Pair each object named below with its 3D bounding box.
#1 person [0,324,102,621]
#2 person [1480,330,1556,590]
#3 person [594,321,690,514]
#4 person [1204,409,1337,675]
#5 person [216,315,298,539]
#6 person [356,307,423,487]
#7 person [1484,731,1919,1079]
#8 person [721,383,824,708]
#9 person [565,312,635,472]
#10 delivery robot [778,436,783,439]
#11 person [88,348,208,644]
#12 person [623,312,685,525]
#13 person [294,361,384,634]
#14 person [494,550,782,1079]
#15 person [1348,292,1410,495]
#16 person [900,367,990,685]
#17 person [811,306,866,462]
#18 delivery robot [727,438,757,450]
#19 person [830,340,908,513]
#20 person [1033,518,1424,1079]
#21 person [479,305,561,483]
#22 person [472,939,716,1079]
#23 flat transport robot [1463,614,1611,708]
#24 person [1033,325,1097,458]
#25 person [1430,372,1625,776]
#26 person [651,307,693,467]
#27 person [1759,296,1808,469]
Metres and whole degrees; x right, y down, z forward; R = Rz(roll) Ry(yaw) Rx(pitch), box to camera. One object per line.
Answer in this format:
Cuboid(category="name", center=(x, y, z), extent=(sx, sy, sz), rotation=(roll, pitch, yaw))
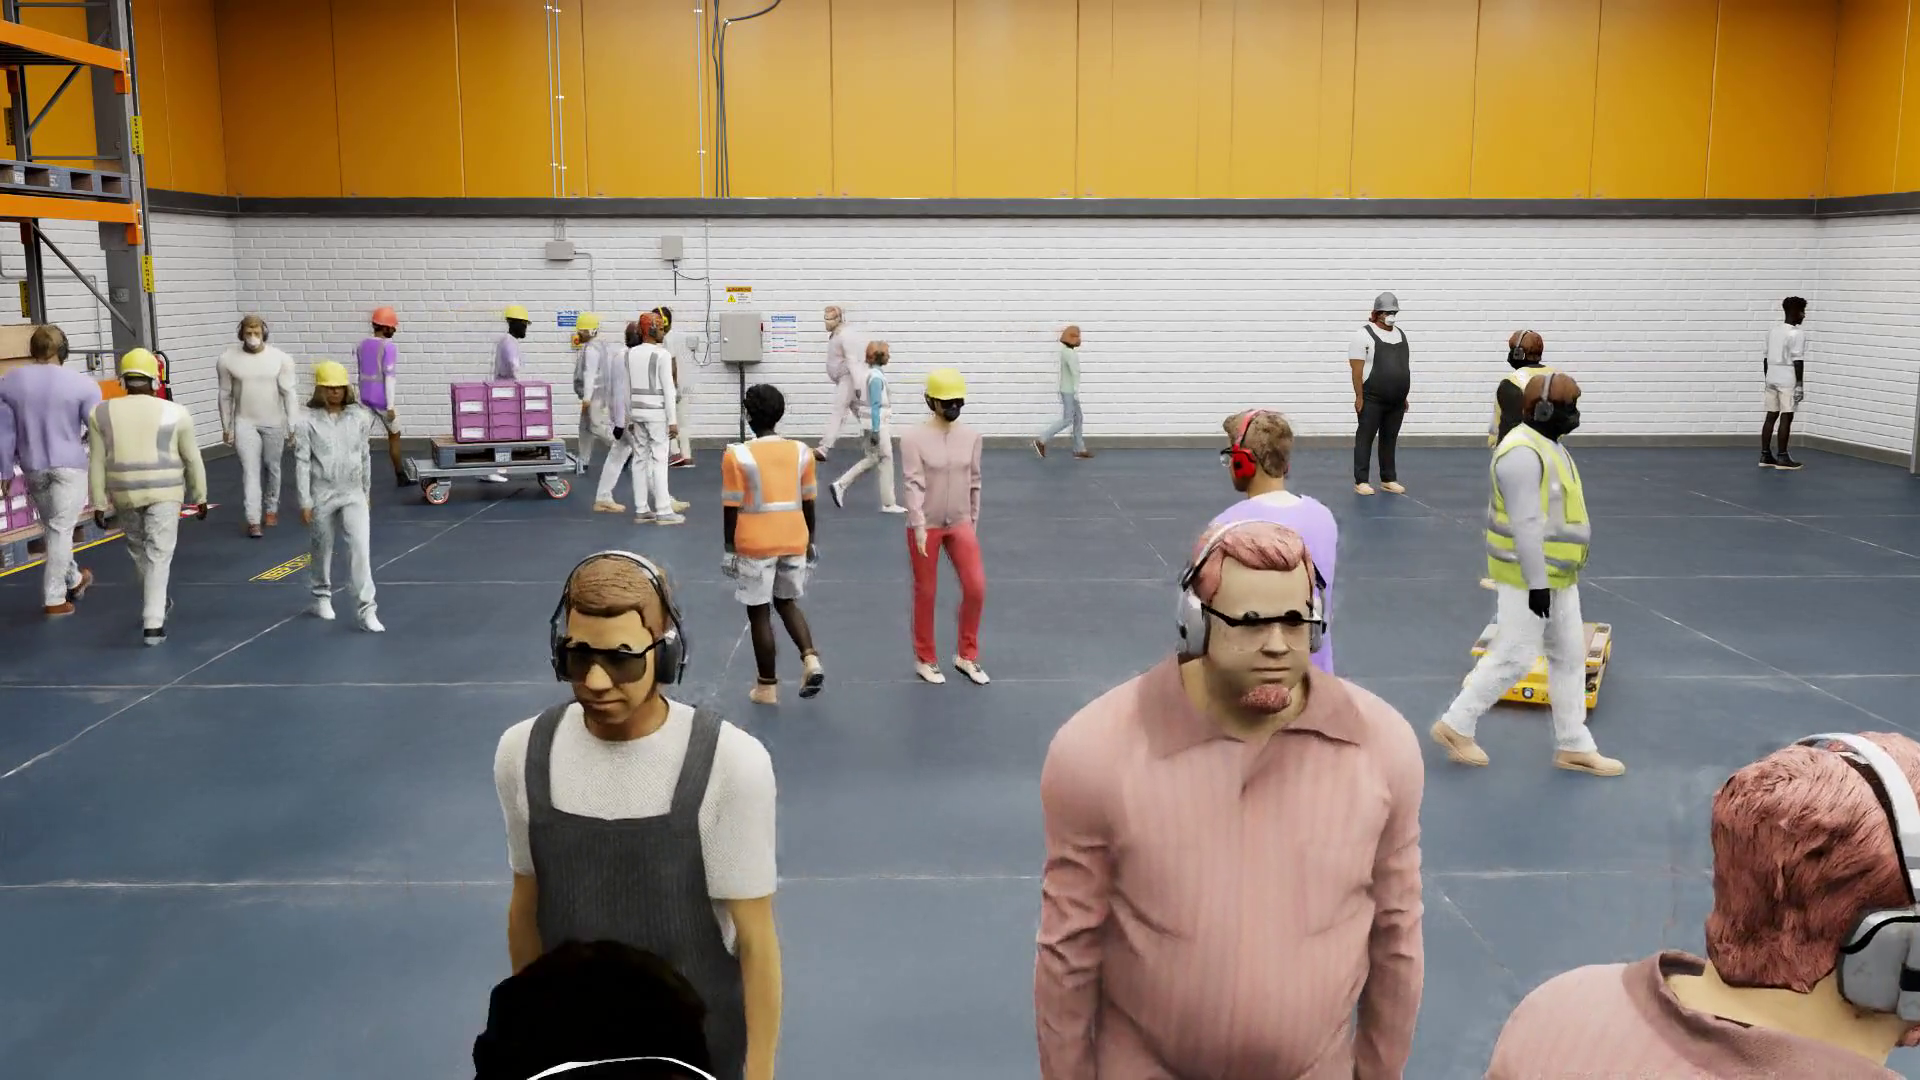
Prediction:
Cuboid(category="person", center=(-5.908, -0.467, 11.004), extent=(0.663, 1.894, 0.966), rotation=(-1, 9, -4))
Cuboid(category="person", center=(3.946, -0.558, 11.745), extent=(0.627, 1.844, 0.429), rotation=(-9, 13, -42))
Cuboid(category="person", center=(-2.994, -1.119, 15.359), extent=(0.936, 1.793, 0.635), rotation=(0, 9, 0))
Cuboid(category="person", center=(0.927, 0.482, 5.414), extent=(0.577, 1.814, 0.722), rotation=(-7, 11, -35))
Cuboid(category="person", center=(-6.034, -0.996, 14.337), extent=(0.633, 1.884, 1.032), rotation=(-4, 10, -22))
Cuboid(category="person", center=(-5.962, -1.429, 16.990), extent=(0.631, 1.879, 0.980), rotation=(5, 10, 28))
Cuboid(category="person", center=(0.799, 1.091, 1.603), extent=(1.012, 1.852, 0.669), rotation=(-2, 9, -11))
Cuboid(category="person", center=(-0.952, 0.042, 8.524), extent=(0.544, 1.681, 0.407), rotation=(-7, 12, -38))
Cuboid(category="person", center=(-3.993, -1.622, 18.399), extent=(0.781, 1.807, 0.601), rotation=(-1, 9, -8))
Cuboid(category="delivery robot", center=(-1.860, -0.822, 17.011), extent=(0.477, 0.478, 0.707), rotation=(-9, 12, -43))
Cuboid(category="person", center=(-4.983, -0.286, 10.261), extent=(0.619, 1.778, 0.943), rotation=(-2, 9, -12))
Cuboid(category="person", center=(-2.738, -1.075, 14.784), extent=(0.575, 1.883, 0.362), rotation=(7, 11, 36))
Cuboid(category="person", center=(-3.950, -0.282, 10.521), extent=(0.495, 1.695, 0.930), rotation=(-7, 12, -37))
Cuboid(category="person", center=(-0.567, 0.919, 2.808), extent=(0.530, 1.798, 0.931), rotation=(1, 9, 7))
Cuboid(category="person", center=(4.278, -1.473, 16.746), extent=(0.682, 2.000, 0.538), rotation=(-4, 10, -24))
Cuboid(category="person", center=(-0.074, -0.061, 8.983), extent=(0.511, 1.744, 0.548), rotation=(-4, 10, -25))
Cuboid(category="person", center=(-1.380, -1.845, 19.689), extent=(1.046, 1.832, 0.717), rotation=(-2, 9, -12))
Cuboid(category="delivery robot", center=(-2.089, -0.912, 17.560), extent=(0.707, 0.478, 0.477), rotation=(-3, 10, -16))
Cuboid(category="person", center=(-0.840, -1.043, 15.383), extent=(0.657, 1.619, 0.518), rotation=(-2, 10, -13))
Cuboid(category="person", center=(0.448, 0.871, 2.861), extent=(0.656, 1.885, 0.622), rotation=(0, 9, 1))
Cuboid(category="person", center=(-4.693, -1.544, 17.677), extent=(0.951, 1.862, 0.615), rotation=(-2, 9, -11))
Cuboid(category="person", center=(-0.180, 1.149, 1.115), extent=(0.645, 1.912, 0.790), rotation=(5, 11, 29))
Cuboid(category="flat transport robot", center=(3.214, 0.641, 9.191), extent=(0.652, 0.197, 1.431), rotation=(4, 10, 24))
Cuboid(category="person", center=(1.257, -1.755, 19.804), extent=(0.734, 1.604, 0.507), rotation=(-1, 9, -7))
Cuboid(category="person", center=(2.572, 0.154, 7.463), extent=(0.720, 1.828, 0.631), rotation=(7, 11, 36))
Cuboid(category="person", center=(-3.293, -1.728, 18.960), extent=(0.527, 1.822, 0.549), rotation=(0, 9, 1))
Cuboid(category="person", center=(9.377, -1.788, 18.908), extent=(0.366, 1.963, 0.610), rotation=(-2, 9, -10))
